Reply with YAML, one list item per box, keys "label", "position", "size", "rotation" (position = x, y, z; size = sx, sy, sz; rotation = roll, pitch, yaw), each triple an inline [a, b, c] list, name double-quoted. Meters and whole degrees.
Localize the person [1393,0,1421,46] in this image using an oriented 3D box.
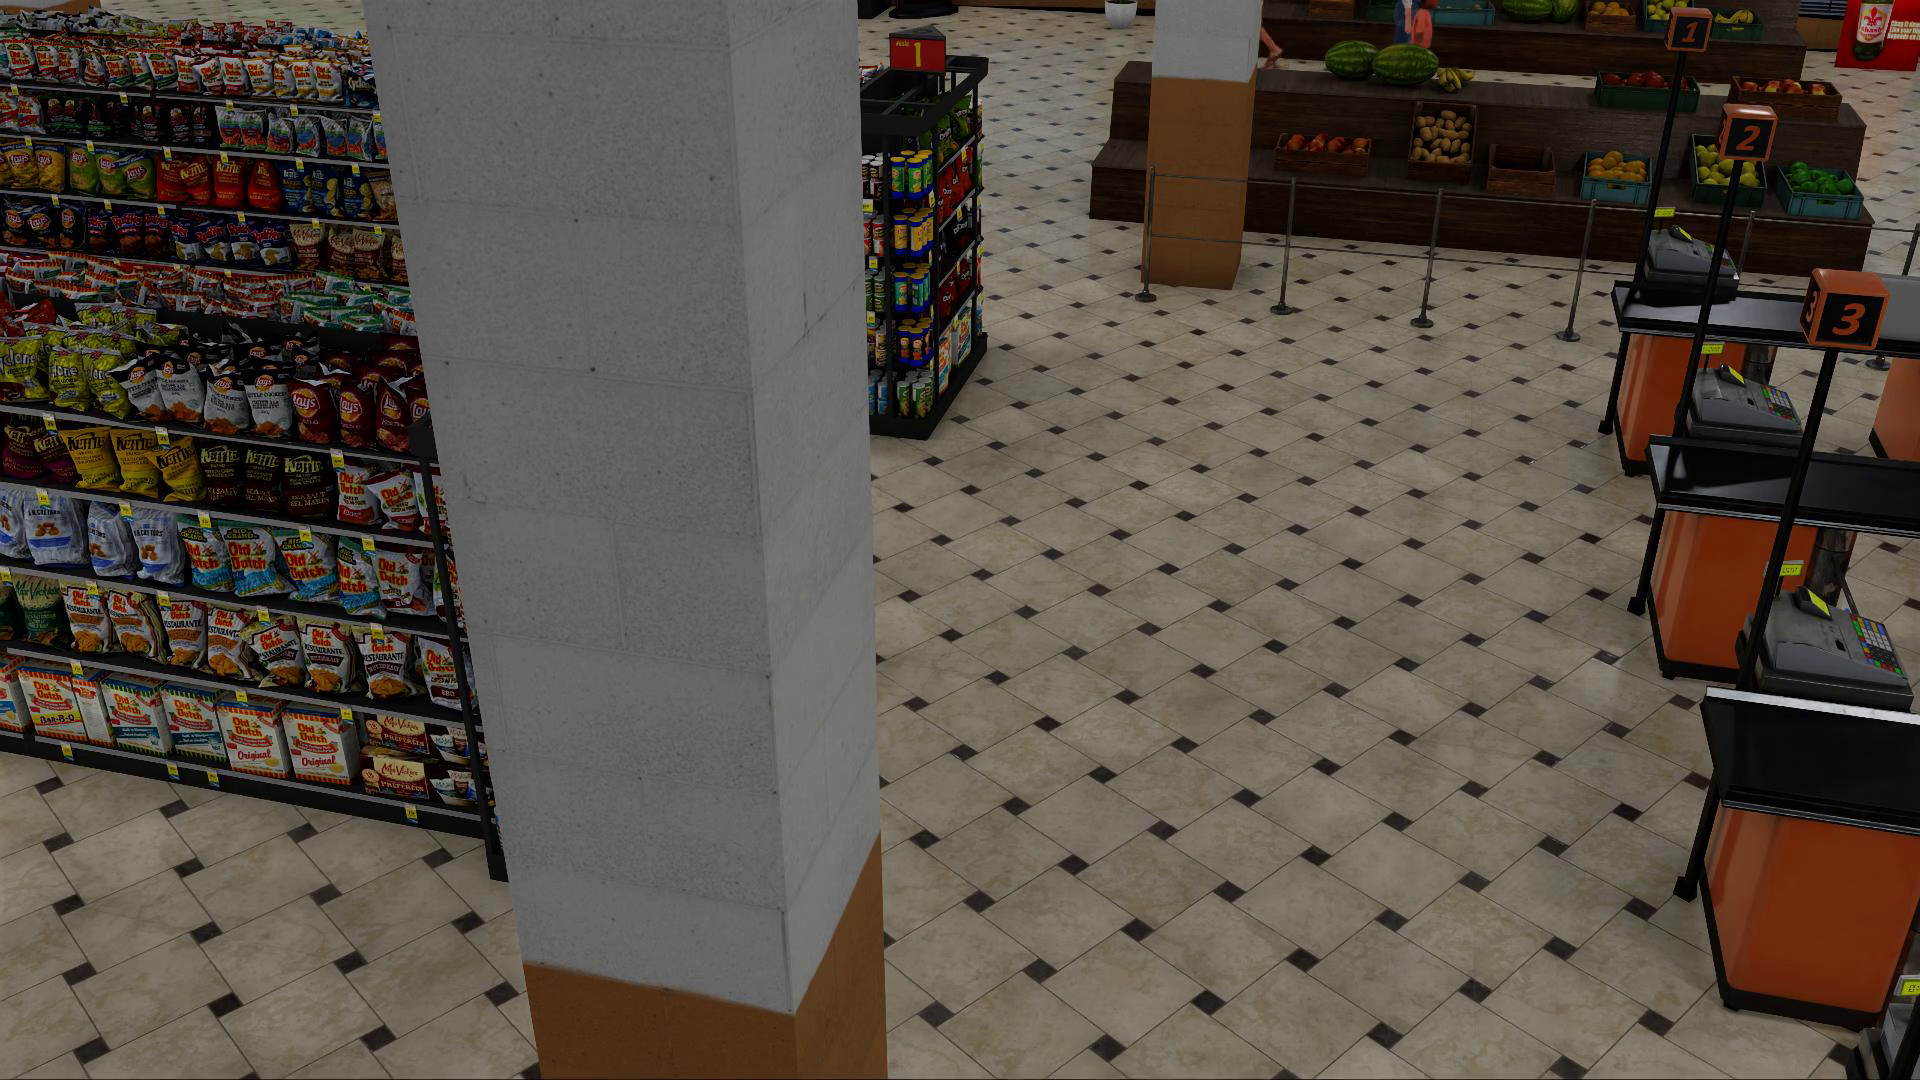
- label: "person"
  position: [4.628, -5.467, 17.322]
  size: [0.523, 1.729, 0.595]
  rotation: [5, 29, 9]
